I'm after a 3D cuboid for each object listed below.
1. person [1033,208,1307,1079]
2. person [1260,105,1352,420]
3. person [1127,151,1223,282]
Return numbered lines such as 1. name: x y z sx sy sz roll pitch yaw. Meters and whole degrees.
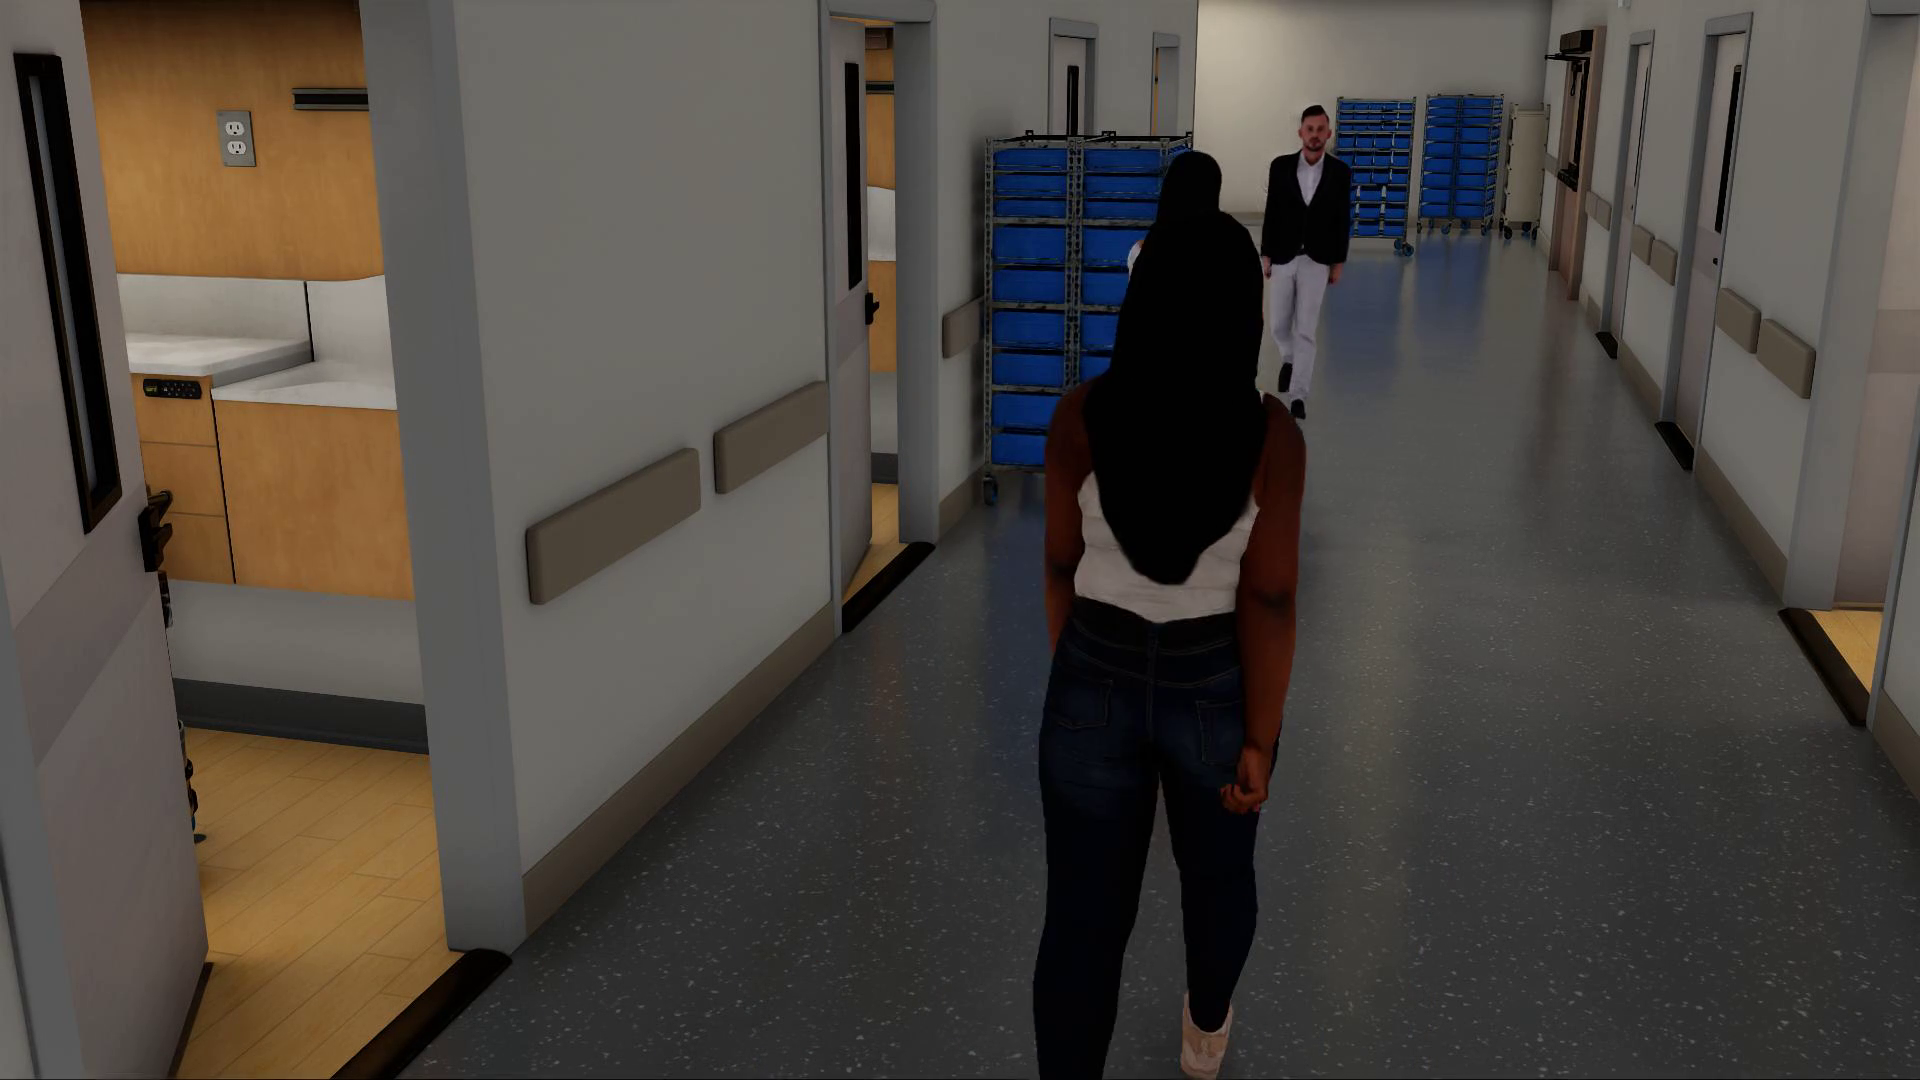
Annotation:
1. person: 0.325 0.357 2.932 0.636 1.772 1.144 4 16 13
2. person: 2.062 -1.669 10.017 0.674 1.828 0.952 4 16 15
3. person: 0.730 -0.389 5.599 0.594 1.760 0.752 5 16 17
